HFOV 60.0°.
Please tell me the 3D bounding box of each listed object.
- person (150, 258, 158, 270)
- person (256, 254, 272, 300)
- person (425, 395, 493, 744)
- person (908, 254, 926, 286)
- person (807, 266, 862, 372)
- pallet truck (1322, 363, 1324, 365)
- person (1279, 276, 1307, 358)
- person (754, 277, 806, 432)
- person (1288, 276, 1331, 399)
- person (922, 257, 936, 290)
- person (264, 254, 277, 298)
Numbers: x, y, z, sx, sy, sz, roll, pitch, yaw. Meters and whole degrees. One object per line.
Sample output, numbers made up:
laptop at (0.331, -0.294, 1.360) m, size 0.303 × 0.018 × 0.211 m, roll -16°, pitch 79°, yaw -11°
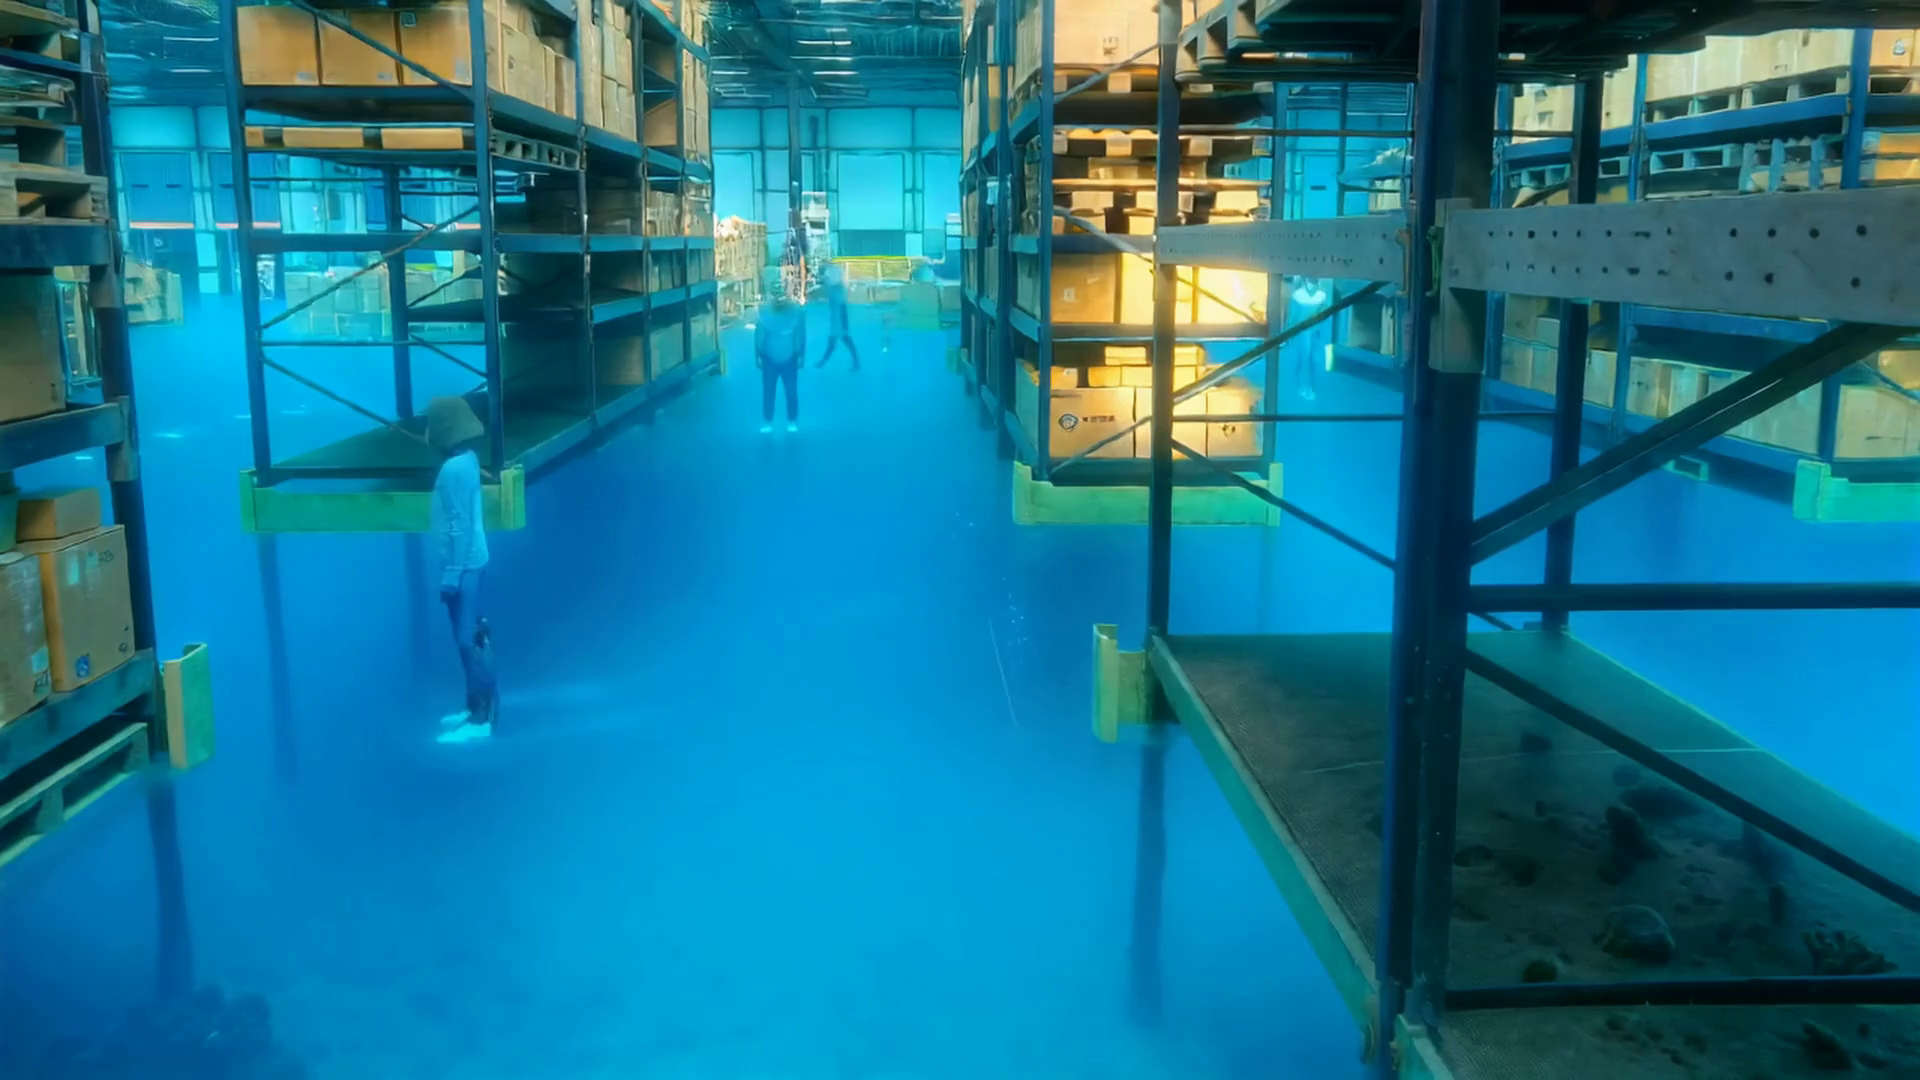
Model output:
person at (-30.282, -9.726, 62.566) m, size 0.944 × 1.703 × 0.559 m, roll -1°, pitch 10°, yaw -5°
person at (-28.080, -10.557, 66.733) m, size 0.635 × 1.878 × 0.374 m, roll -1°, pitch 10°, yaw -5°
person at (-2.356, 0.136, 7.828) m, size 0.279 × 1.636 × 0.501 m, roll -2°, pitch 10°, yaw -10°
person at (-1.488, -9.060, 58.279) m, size 0.680 × 1.916 × 0.418 m, roll 1°, pitch 10°, yaw 4°
person at (-2.243, -3.961, 29.915) m, size 1.034 × 1.895 × 0.630 m, roll -1°, pitch 10°, yaw -6°
pallet truck at (7.712, -4.157, 30.737) m, size 1.885 × 1.965 × 0.823 m, roll 3°, pitch 11°, yaw 16°
person at (6.734, -4.502, 33.588) m, size 0.804 × 1.667 × 0.540 m, roll 3°, pitch 11°, yaw 14°
person at (-2.227, -2.278, 20.523) m, size 0.651 × 1.906 × 0.403 m, roll 2°, pitch 10°, yaw 9°
person at (5.264, -3.101, 25.148) m, size 0.627 × 1.908 × 0.982 m, roll 2°, pitch 10°, yaw 11°
person at (-1.015, -8.351, 54.565) m, size 0.508 × 1.840 × 0.336 m, roll 6°, pitch 12°, yaw 30°
person at (-28.508, -10.947, 68.780) m, size 0.416 × 1.915 × 0.609 m, roll 5°, pitch 11°, yaw 24°
